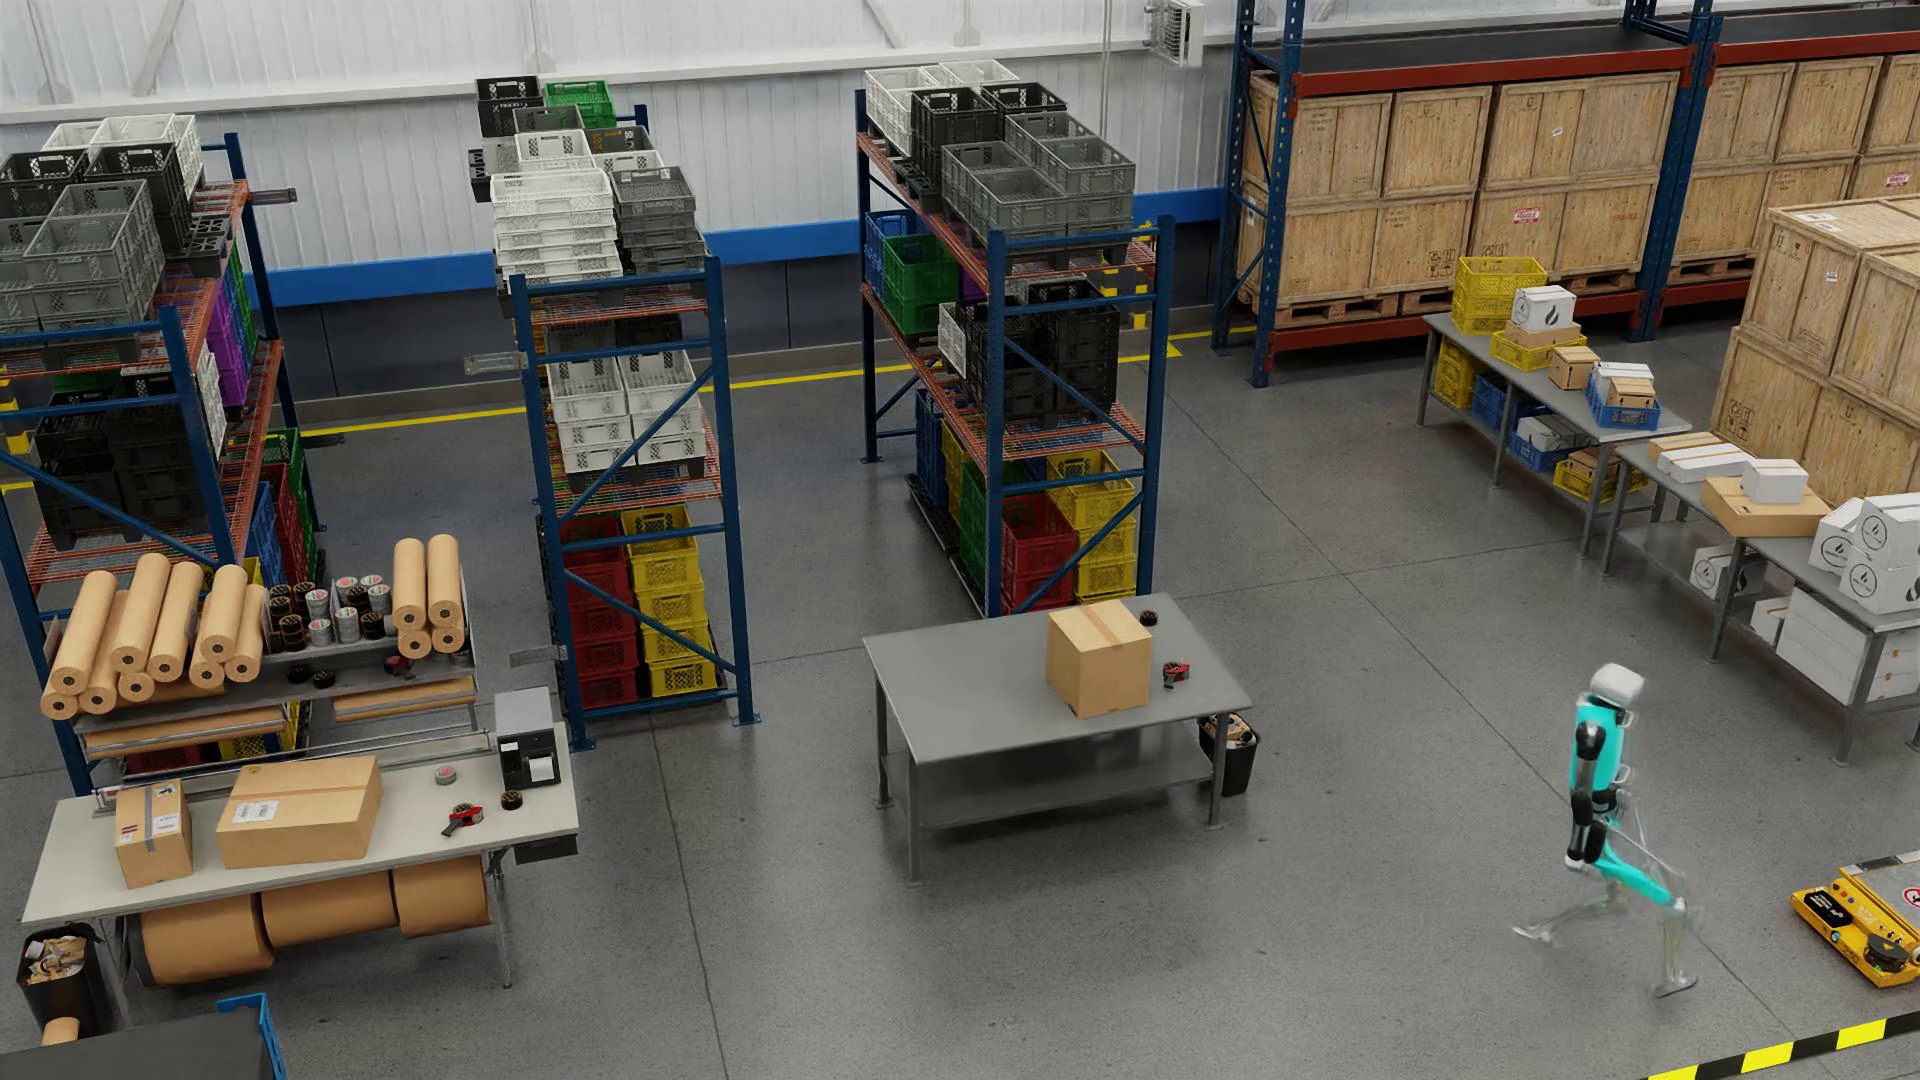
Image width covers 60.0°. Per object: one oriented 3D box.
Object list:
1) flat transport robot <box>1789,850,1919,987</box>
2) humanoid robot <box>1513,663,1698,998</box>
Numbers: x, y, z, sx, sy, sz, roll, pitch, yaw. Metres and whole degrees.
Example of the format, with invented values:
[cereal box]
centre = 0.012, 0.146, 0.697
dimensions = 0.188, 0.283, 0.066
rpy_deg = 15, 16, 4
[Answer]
[flat transport robot]
centre = 5.163, 1.916, 8.676
dimensions = 1.431, 0.231, 0.659
rpy_deg = -8, 30, -14
[humanoid robot]
centre = 3.309, 1.465, 8.033
dimensions = 1.040, 1.782, 0.538
rpy_deg = 16, 33, 27
